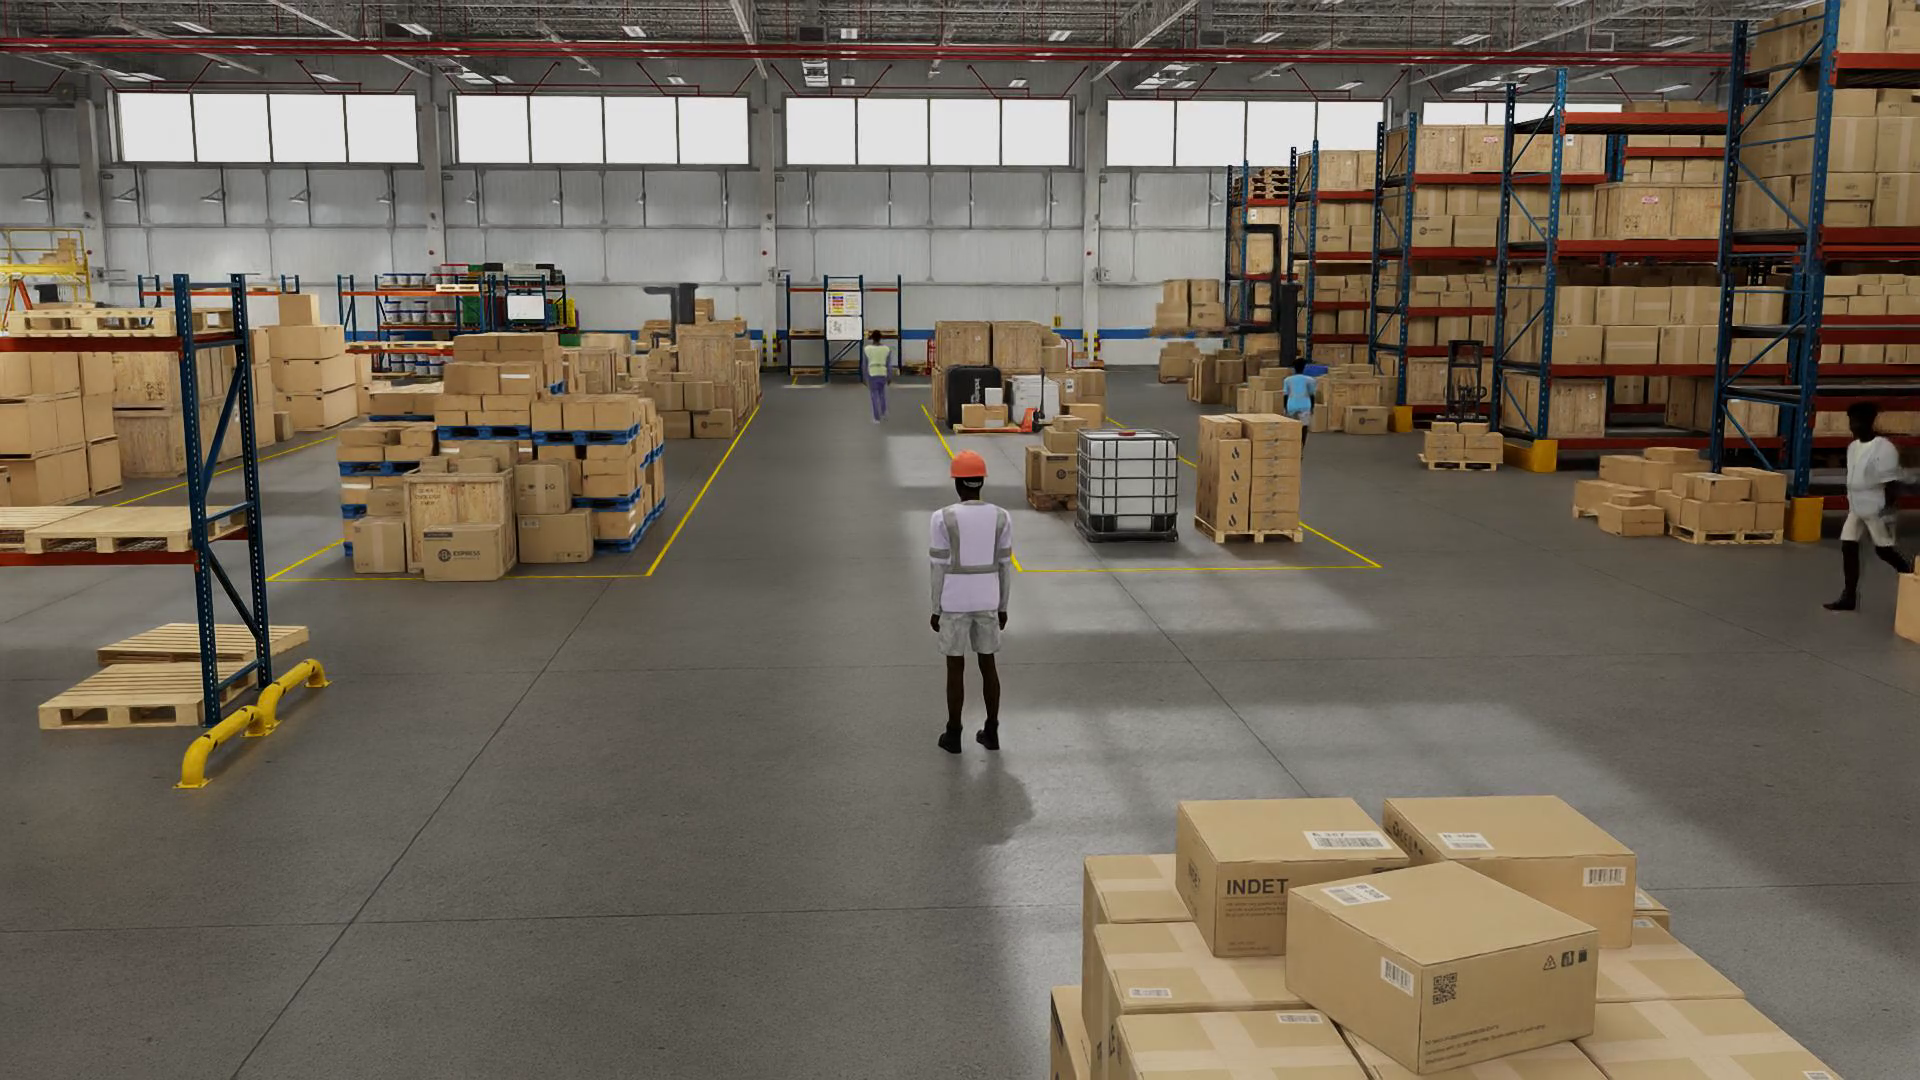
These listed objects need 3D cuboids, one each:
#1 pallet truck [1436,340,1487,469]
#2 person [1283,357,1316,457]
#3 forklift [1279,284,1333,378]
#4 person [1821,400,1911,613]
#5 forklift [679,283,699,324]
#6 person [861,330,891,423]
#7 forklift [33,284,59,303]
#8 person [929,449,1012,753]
[{"bbox_3d":[8.004,-2.170,26.422,0.823,1.965,1.885,2,9,14],"label":"pallet truck"},{"bbox_3d":[5.581,-2.172,27.424,0.534,1.674,0.701,2,9,13],"label":"person"},{"bbox_3d":[7.140,-4.142,36.041,1.873,2.768,1.129,2,9,14],"label":"forklift"},{"bbox_3d":[8.244,-0.292,14.889,0.919,1.919,0.668,-1,9,-6],"label":"person"},{"bbox_3d":[-6.787,-5.041,41.681,1.873,2.768,1.129,-1,9,-4],"label":"forklift"},{"bbox_3d":[-1.734,-3.358,34.157,0.586,1.901,0.657,-4,10,-21],"label":"person"},{"bbox_3d":[-19.836,-4.187,36.322,1.873,2.768,1.129,-6,11,-32],"label":"forklift"},{"bbox_3d":[0.059,0.390,10.592,0.539,1.929,0.405,-3,10,-21],"label":"person"}]
